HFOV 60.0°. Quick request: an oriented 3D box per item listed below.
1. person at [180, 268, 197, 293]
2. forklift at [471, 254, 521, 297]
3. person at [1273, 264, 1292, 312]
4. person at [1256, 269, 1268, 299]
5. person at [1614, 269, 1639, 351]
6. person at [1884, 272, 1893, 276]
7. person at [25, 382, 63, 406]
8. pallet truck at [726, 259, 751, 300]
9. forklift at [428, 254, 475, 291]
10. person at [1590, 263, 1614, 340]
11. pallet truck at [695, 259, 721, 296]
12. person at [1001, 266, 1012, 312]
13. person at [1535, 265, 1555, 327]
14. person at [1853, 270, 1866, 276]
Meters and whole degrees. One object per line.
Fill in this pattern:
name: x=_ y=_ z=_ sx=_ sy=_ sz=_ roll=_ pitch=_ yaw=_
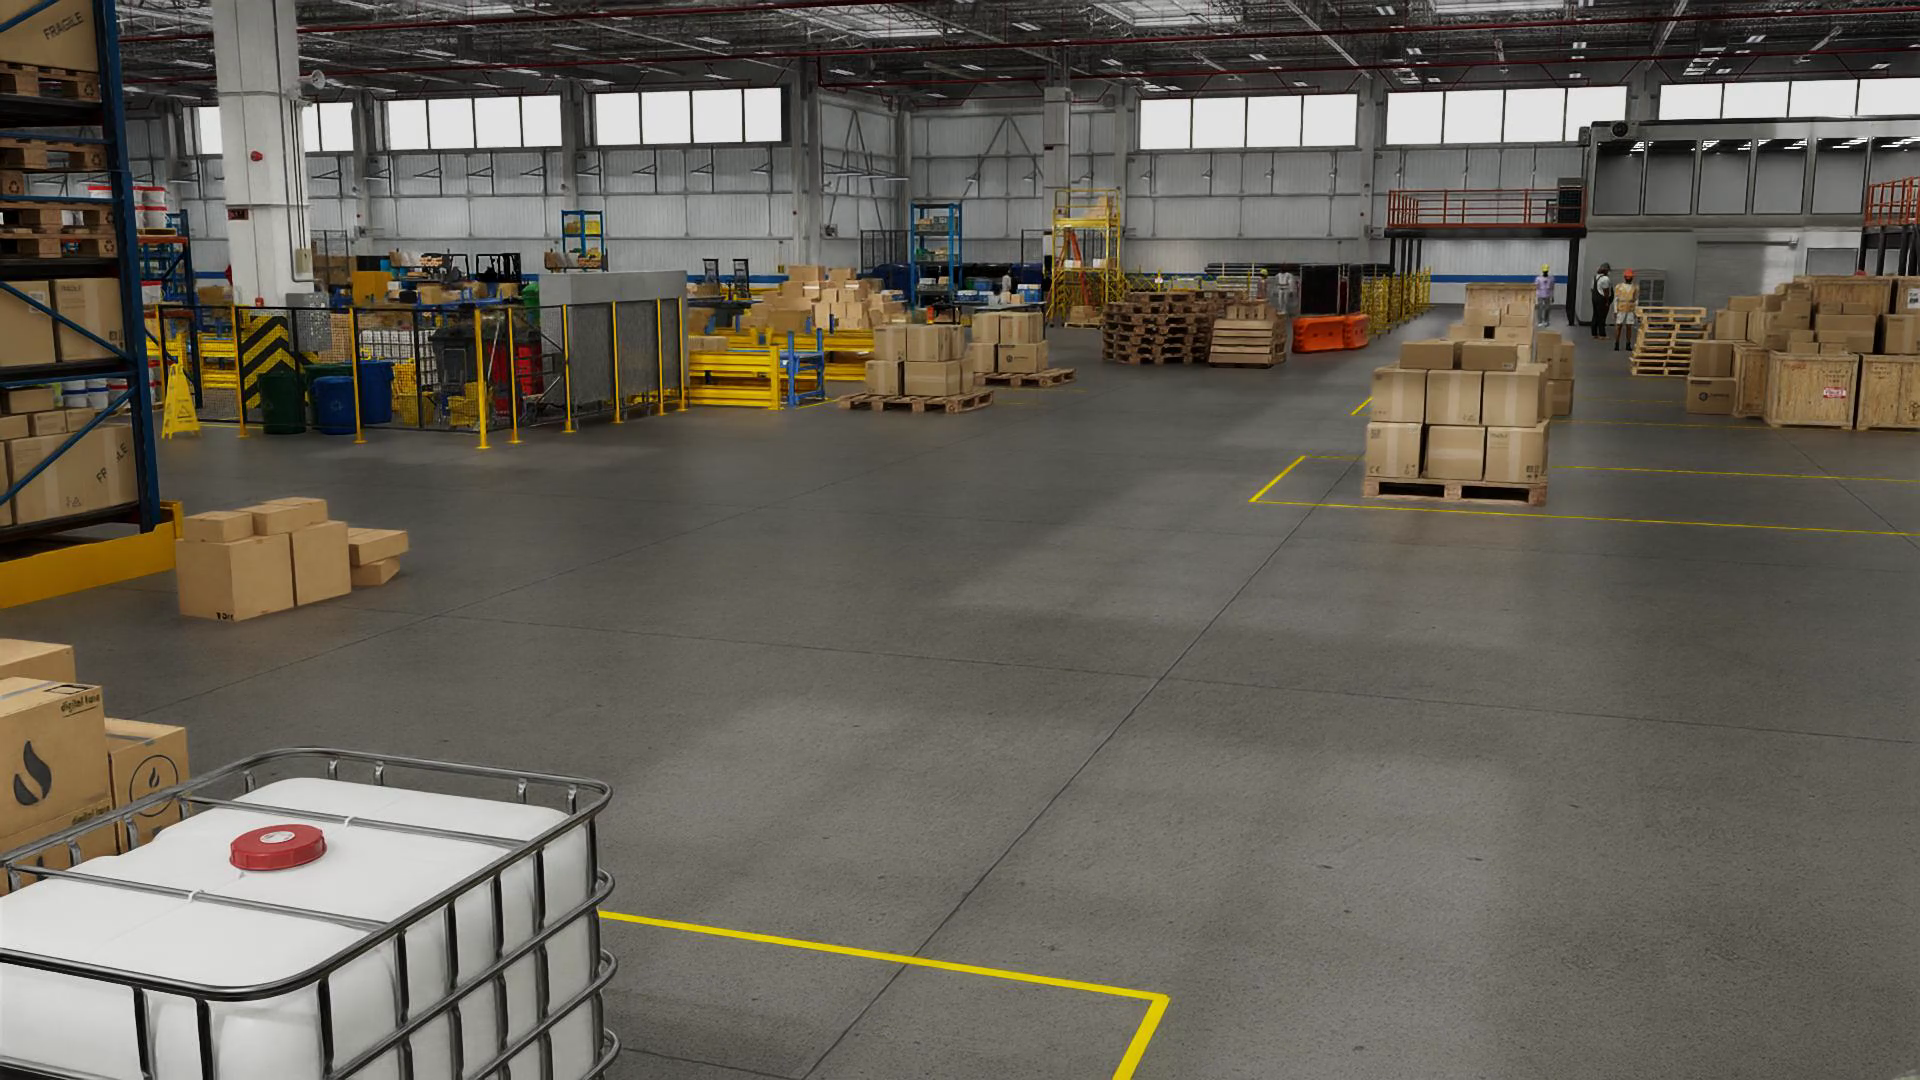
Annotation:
person: x=-29.437 y=-9.746 z=63.512 sx=0.639 sy=1.965 sz=0.754 roll=-9 pitch=13 yaw=-40
forklift: x=-17.990 y=-10.121 z=64.684 sx=1.157 sy=1.987 sz=2.680 roll=3 pitch=11 yaw=17
person: x=10.818 y=-8.325 z=55.870 sx=0.607 sy=1.840 sz=0.898 roll=6 pitch=11 yaw=28
person: x=9.246 y=-7.393 z=50.869 sx=0.335 sy=1.761 sz=0.519 roll=-2 pitch=10 yaw=-11
person: x=15.779 y=-5.448 z=39.400 sx=0.551 sy=1.940 sz=0.352 roll=2 pitch=10 yaw=12
person: x=20.011 y=-4.830 z=36.009 sx=0.619 sy=1.918 sz=0.837 roll=9 pitch=14 yaw=42
person: x=-8.664 y=-1.123 z=15.754 sx=0.316 sy=1.692 sz=0.564 roll=-4 pitch=11 yaw=-22
pallet truck: x=-7.986 y=-9.493 z=62.019 sx=0.823 sy=1.965 sz=1.885 roll=3 pitch=11 yaw=17
forklift: x=-20.133 y=-10.254 z=65.465 sx=1.157 sy=1.987 sz=2.680 roll=3 pitch=11 yaw=19
person: x=17.067 y=-6.339 z=44.135 sx=0.535 sy=2.000 sz=0.674 roll=-2 pitch=10 yaw=-11
pallet truck: x=-9.165 y=-9.627 z=62.776 sx=0.823 sy=1.965 sz=1.885 roll=4 pitch=11 yaw=23
person: x=1.456 y=-7.707 z=52.364 sx=0.545 sy=1.853 sz=0.528 roll=-5 pitch=11 yaw=-25
person: x=17.822 y=-7.426 z=50.718 sx=0.622 sy=1.871 sz=0.976 roll=2 pitch=10 yaw=12
person: x=16.493 y=-3.939 z=30.631 sx=0.605 sy=2.038 sz=0.394 roll=2 pitch=10 yaw=14
